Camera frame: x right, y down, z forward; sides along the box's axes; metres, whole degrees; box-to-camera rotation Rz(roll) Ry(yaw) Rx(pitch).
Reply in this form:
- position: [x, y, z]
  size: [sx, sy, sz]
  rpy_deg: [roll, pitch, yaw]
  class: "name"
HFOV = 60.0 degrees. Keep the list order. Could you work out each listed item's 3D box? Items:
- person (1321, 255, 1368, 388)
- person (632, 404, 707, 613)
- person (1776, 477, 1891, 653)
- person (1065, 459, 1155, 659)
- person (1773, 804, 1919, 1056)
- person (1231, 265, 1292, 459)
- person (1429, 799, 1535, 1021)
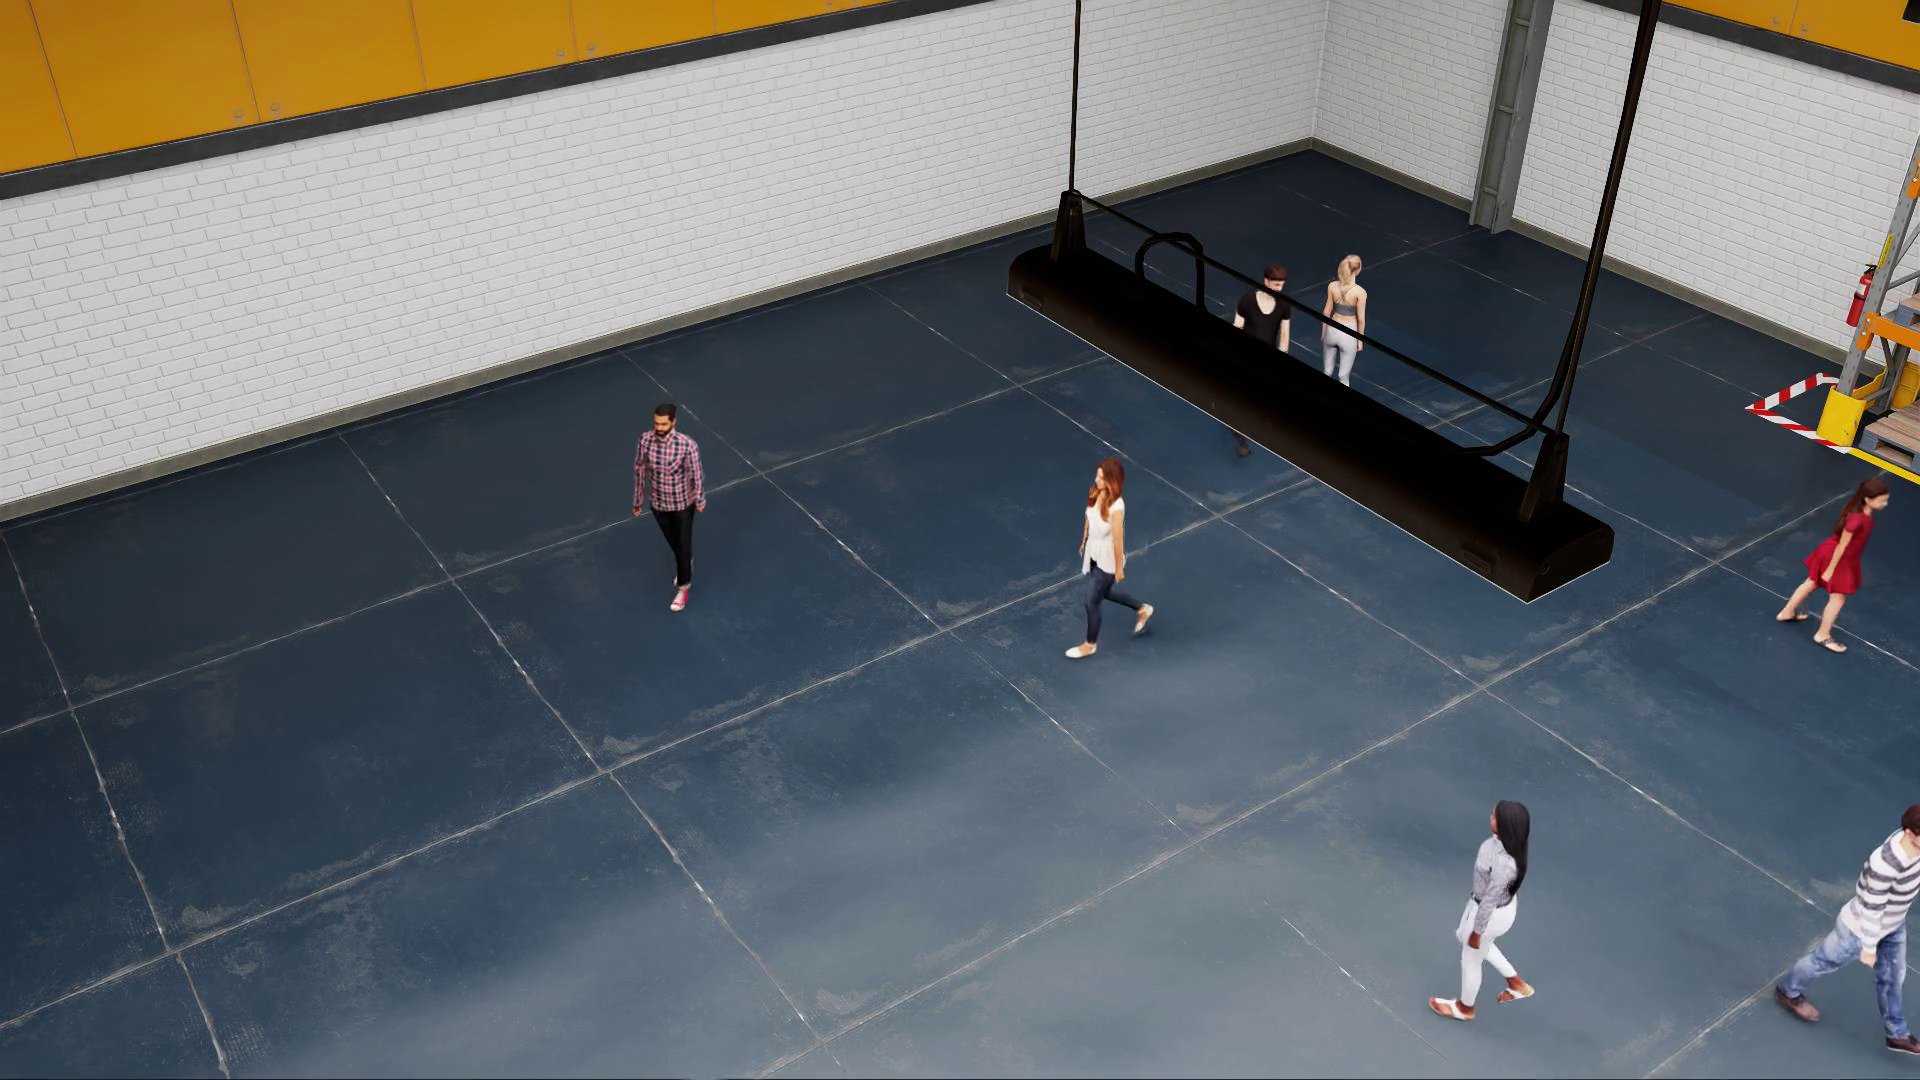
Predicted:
- position: [3.654, -1.937, 15.966]
  size: [0.549, 1.706, 0.688]
  rpy_deg: [20, 39, 27]
  class: "person"
- position: [-2.320, -0.373, 13.582]
  size: [1.041, 1.740, 1.071]
  rpy_deg: [10, 35, 15]
  class: "person"
- position: [6.837, 0.123, 13.030]
  size: [0.876, 1.524, 0.721]
  rpy_deg: [18, 38, 25]
  class: "person"
- position: [1.192, 0.125, 12.814]
  size: [0.834, 1.762, 1.010]
  rpy_deg: [-10, 35, -15]
  class: "person"
- position: [5.207, 2.175, 9.688]
  size: [0.682, 1.807, 1.116]
  rpy_deg: [-24, 40, -31]
  class: "person"
- position: [2.753, -1.752, 15.558]
  size: [1.118, 1.849, 1.275]
  rpy_deg: [2, 34, 3]
  class: "person"
- position: [3.186, 2.211, 9.719]
  size: [0.918, 1.714, 0.820]
  rpy_deg: [13, 36, 19]
  class: "person"
